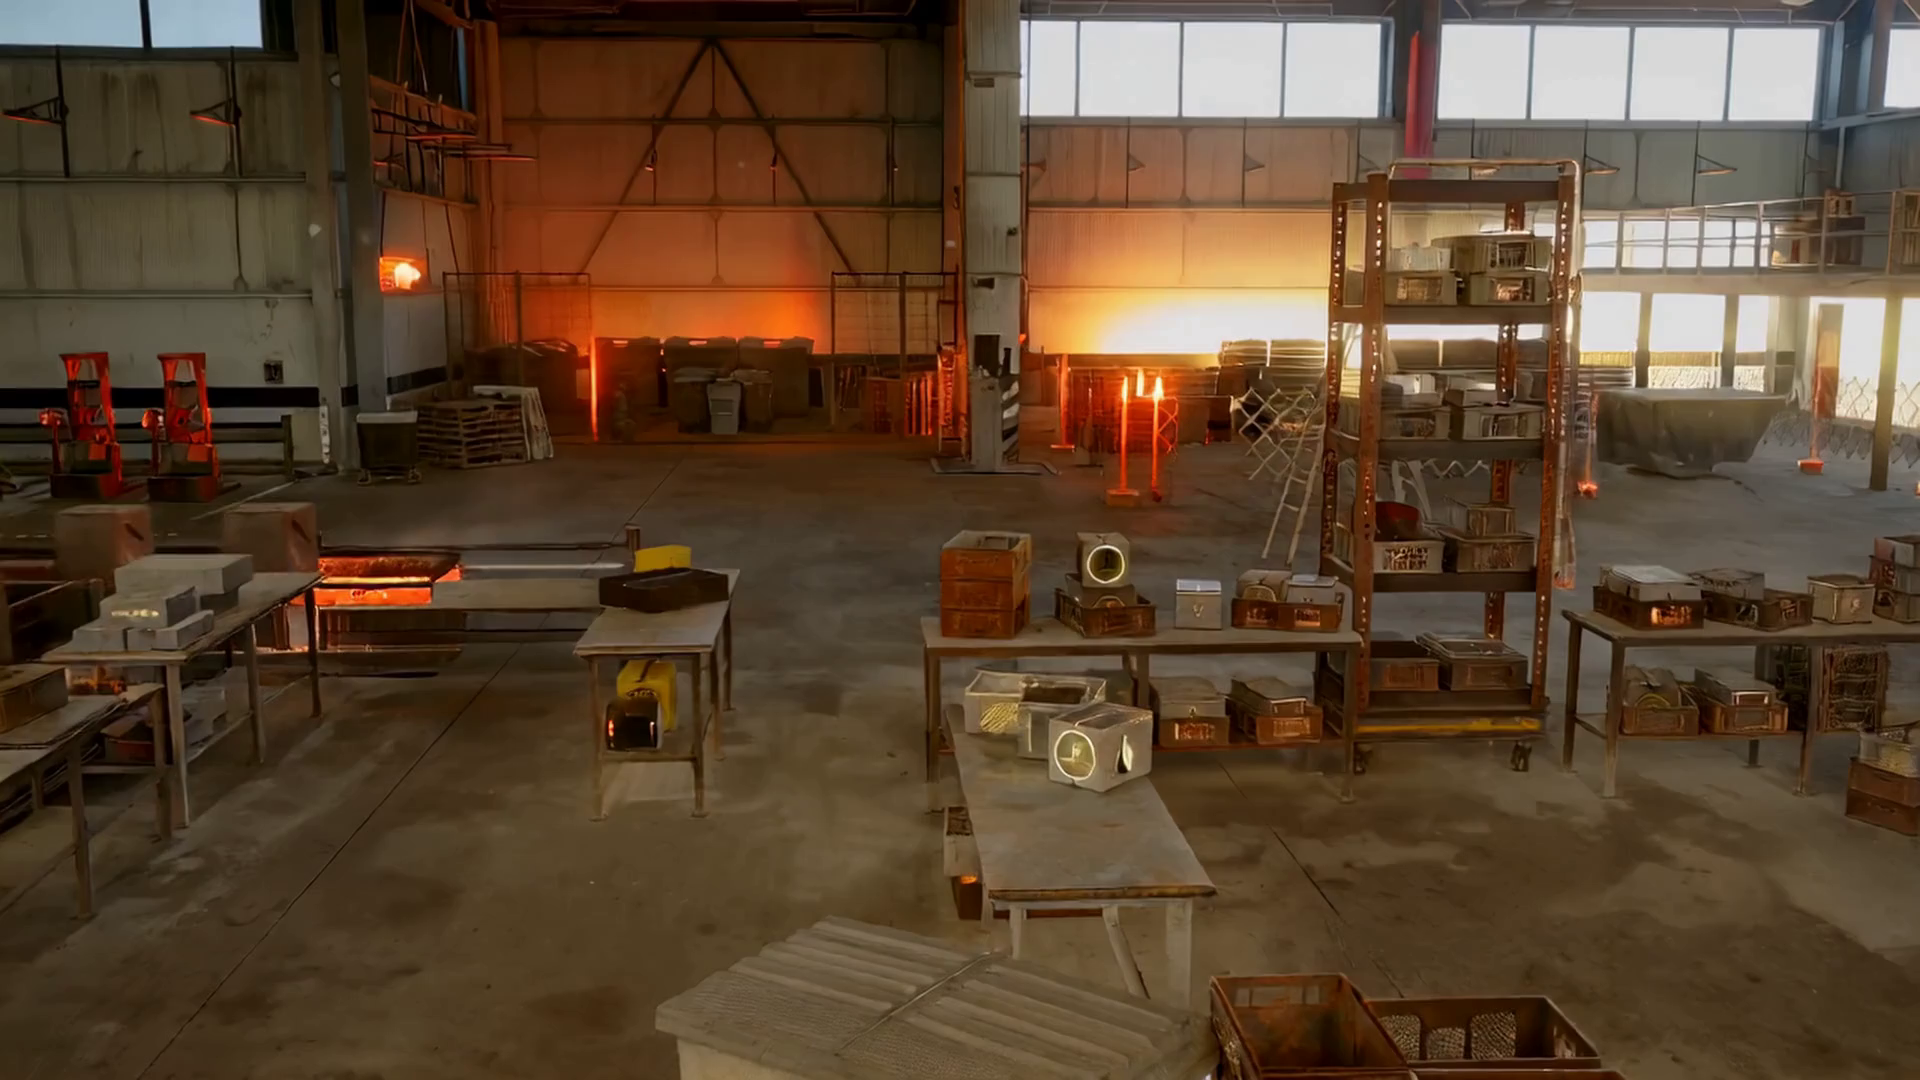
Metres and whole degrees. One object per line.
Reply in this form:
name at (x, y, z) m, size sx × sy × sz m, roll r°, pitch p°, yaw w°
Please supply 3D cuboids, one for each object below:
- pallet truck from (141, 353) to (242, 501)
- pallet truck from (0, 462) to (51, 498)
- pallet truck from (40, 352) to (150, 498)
pallet truck at (-10.520, -1.604, 22.925) m, size 0.823 × 1.965 × 1.885 m, roll -1°, pitch 9°, yaw -6°
pallet truck at (-13.193, -1.293, 23.148) m, size 0.653 × 1.274 × 1.630 m, roll -1°, pitch 9°, yaw -4°
pallet truck at (-11.907, -1.642, 23.165) m, size 0.823 × 1.965 × 1.885 m, roll 0°, pitch 9°, yaw 0°
